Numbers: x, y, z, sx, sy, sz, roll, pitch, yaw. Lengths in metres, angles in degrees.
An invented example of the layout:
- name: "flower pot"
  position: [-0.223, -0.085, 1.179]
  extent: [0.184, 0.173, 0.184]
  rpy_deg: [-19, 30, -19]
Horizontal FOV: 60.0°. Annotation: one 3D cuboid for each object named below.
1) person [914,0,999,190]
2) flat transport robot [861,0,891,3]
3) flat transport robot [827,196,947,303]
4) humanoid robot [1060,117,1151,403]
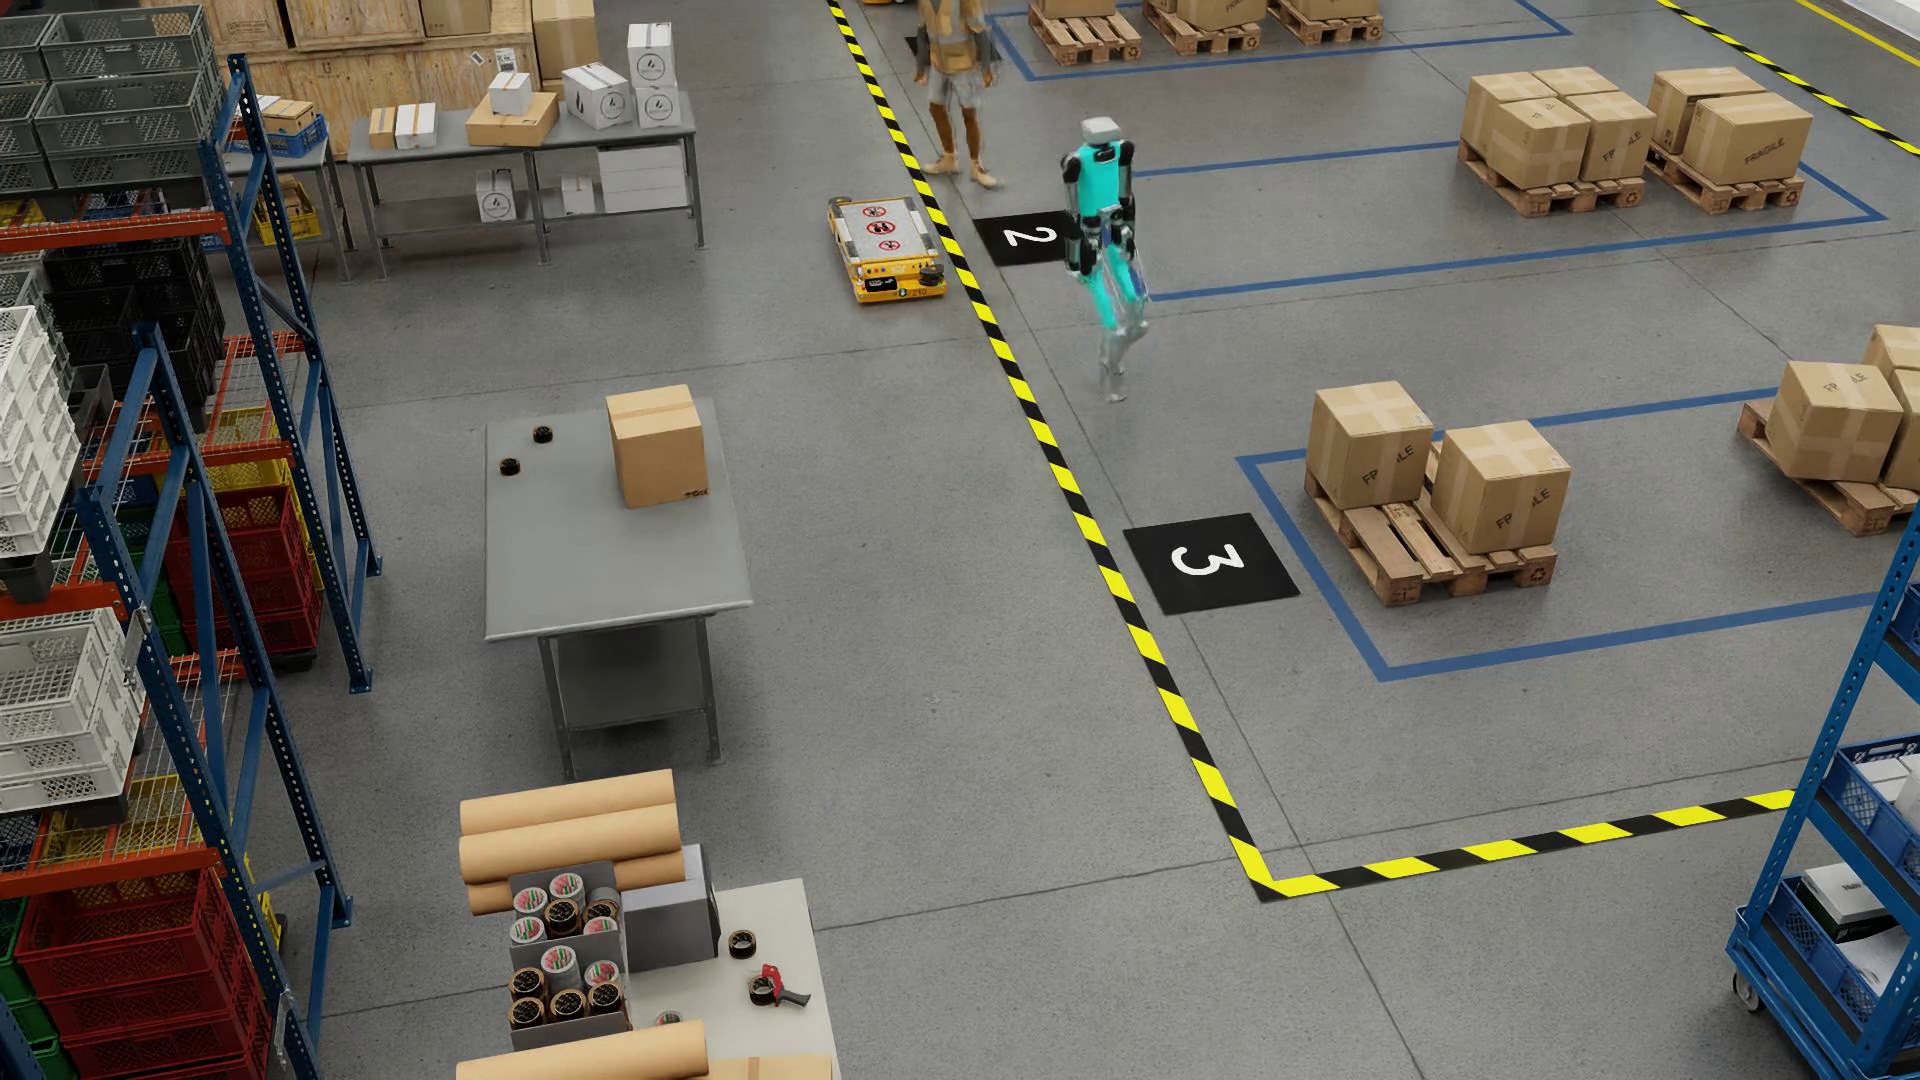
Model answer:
- name: "person"
  position: [-0.027, -3.740, 13.153]
  extent: [0.788, 1.995, 0.394]
  rpy_deg: [24, 43, 29]
- name: "flat transport robot"
  position: [-0.380, -5.865, 17.413]
  extent: [1.431, 0.197, 0.652]
  rpy_deg: [-8, 37, -10]
- name: "flat transport robot"
  position: [-0.570, -2.220, 12.538]
  extent: [0.659, 0.231, 1.431]
  rpy_deg: [-8, 37, -10]
- name: "humanoid robot"
  position: [1.035, -1.737, 10.704]
  extent: [0.535, 1.822, 0.841]
  rpy_deg: [-22, 42, -27]
